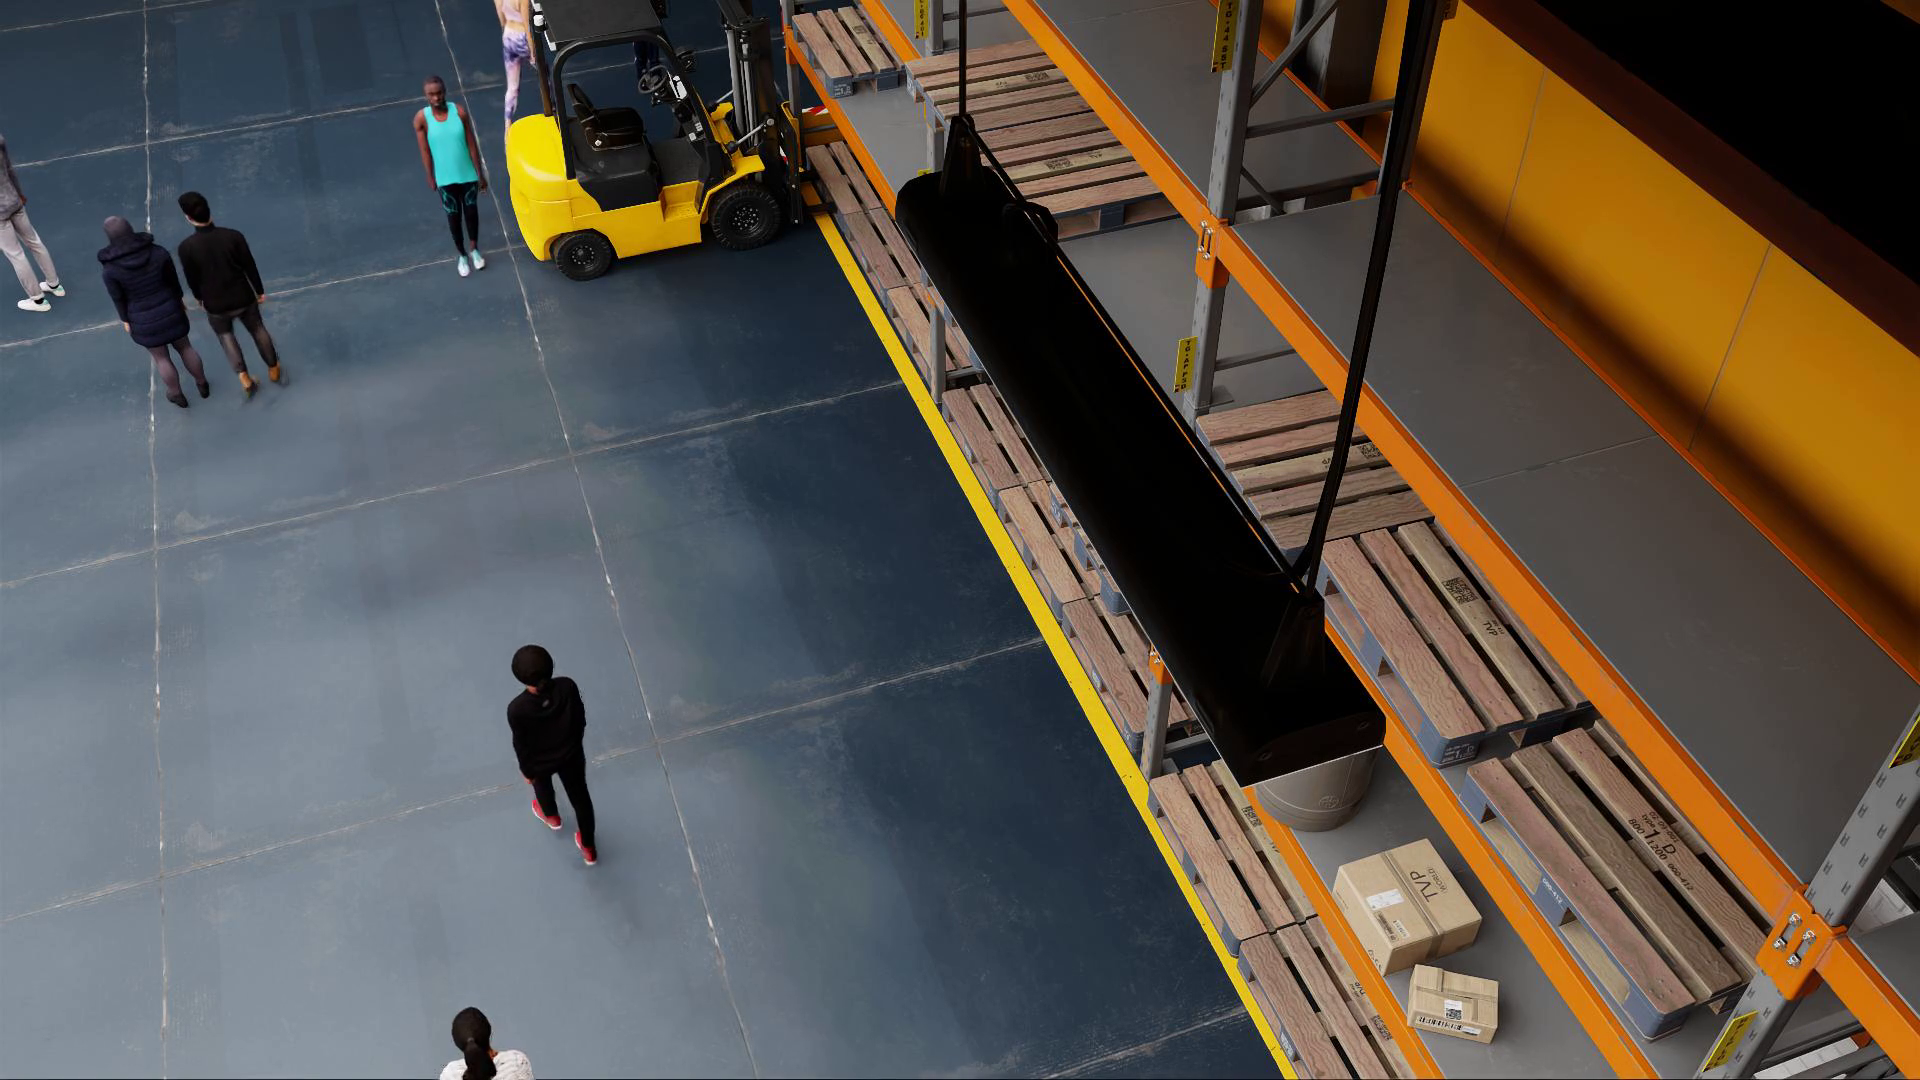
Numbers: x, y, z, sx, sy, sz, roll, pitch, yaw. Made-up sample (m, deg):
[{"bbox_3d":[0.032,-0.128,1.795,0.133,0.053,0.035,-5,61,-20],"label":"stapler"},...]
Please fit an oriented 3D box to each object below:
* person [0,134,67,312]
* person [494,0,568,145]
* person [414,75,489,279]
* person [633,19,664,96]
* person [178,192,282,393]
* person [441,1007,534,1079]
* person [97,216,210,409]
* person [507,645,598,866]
[{"bbox_3d":[-7.786,-2.699,13.518,0.811,1.837,0.723,14,45,14],"label":"person"},{"bbox_3d":[-4.148,-4.537,15.532,1.079,1.721,1.243,13,45,14],"label":"person"},{"bbox_3d":[-4.242,-3.108,13.977,0.631,1.798,0.637,-18,46,-18],"label":"person"},{"bbox_3d":[-3.099,-4.993,16.349,0.571,1.255,0.602,8,44,9],"label":"person"},{"bbox_3d":[-5.613,-1.848,12.710,0.735,1.720,0.786,-21,47,-20],"label":"person"},{"bbox_3d":[-2.116,2.877,7.851,0.598,1.582,1.157,-11,45,-12],"label":"person"},{"bbox_3d":[-6.119,-1.734,12.625,0.766,1.674,0.771,-32,52,-29],"label":"person"},{"bbox_3d":[-2.276,1.273,9.484,0.731,1.652,0.909,-25,49,-24],"label":"person"}]
